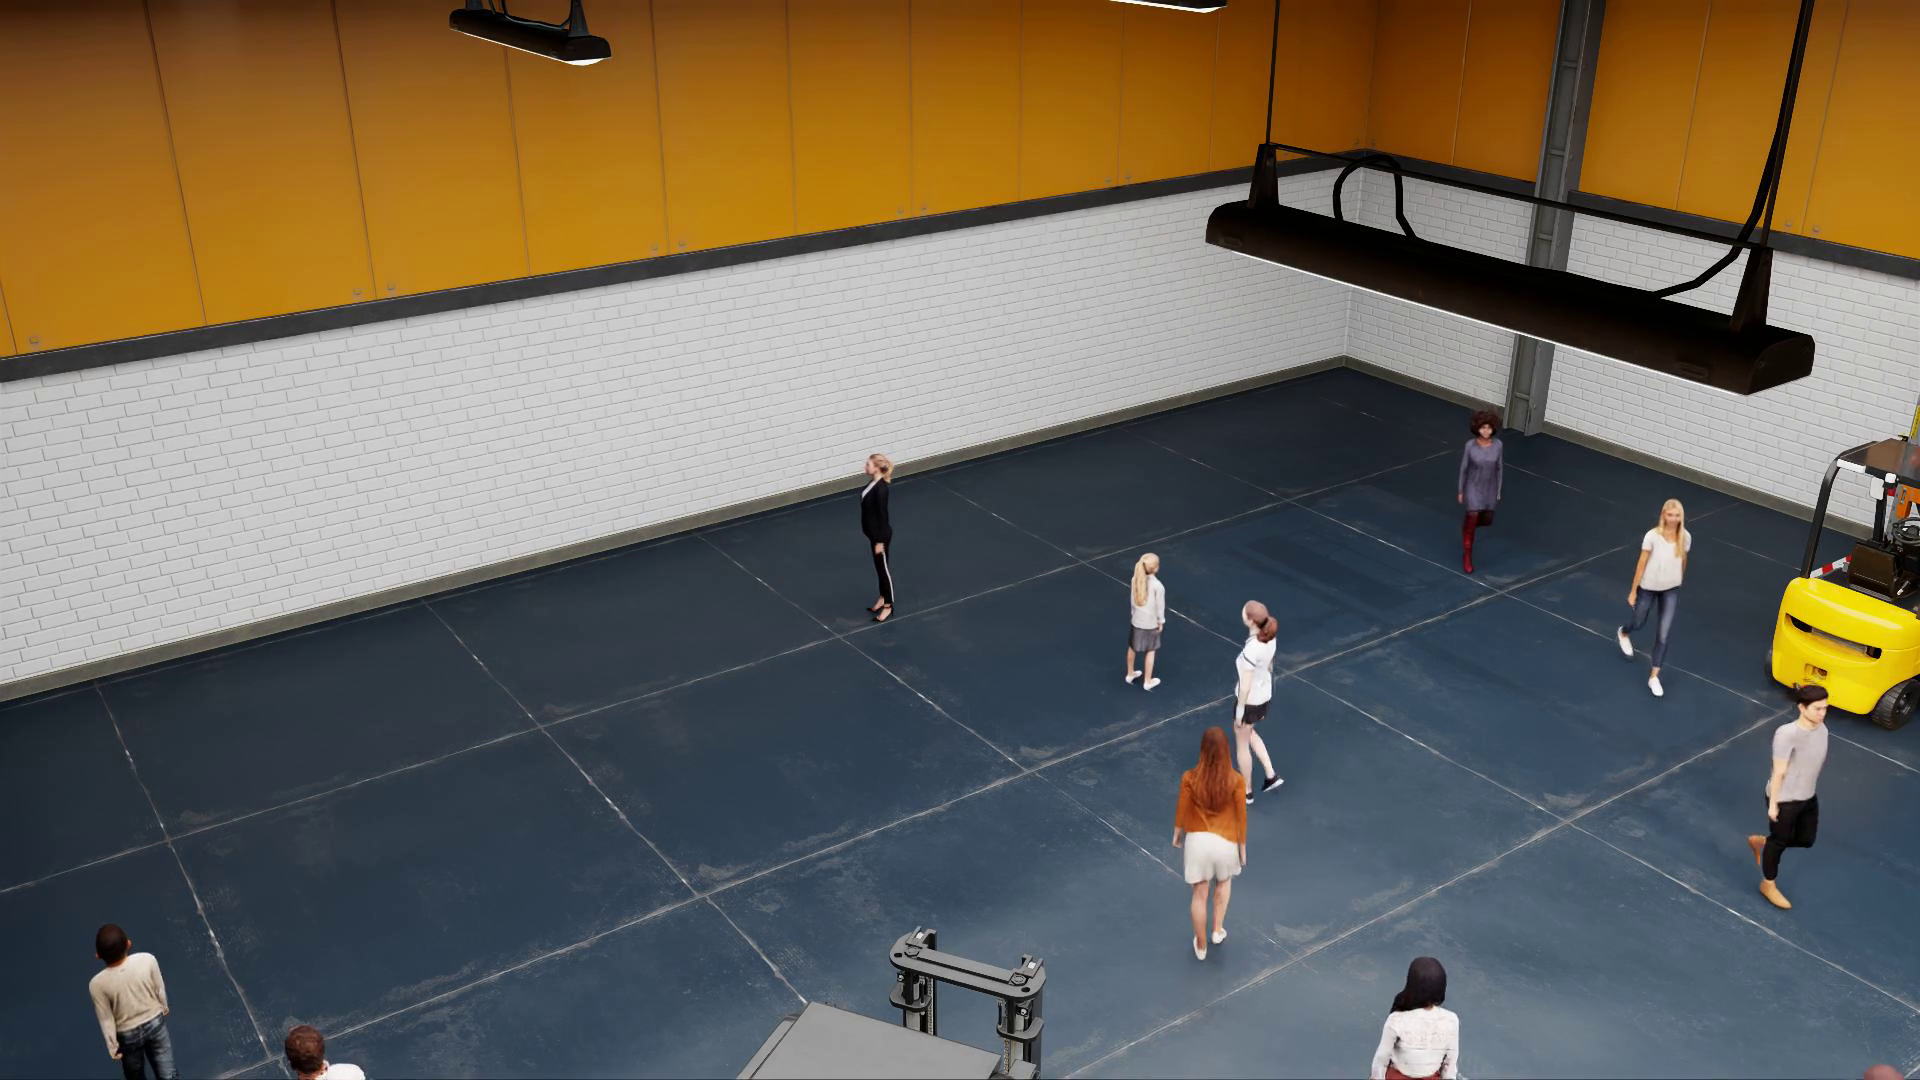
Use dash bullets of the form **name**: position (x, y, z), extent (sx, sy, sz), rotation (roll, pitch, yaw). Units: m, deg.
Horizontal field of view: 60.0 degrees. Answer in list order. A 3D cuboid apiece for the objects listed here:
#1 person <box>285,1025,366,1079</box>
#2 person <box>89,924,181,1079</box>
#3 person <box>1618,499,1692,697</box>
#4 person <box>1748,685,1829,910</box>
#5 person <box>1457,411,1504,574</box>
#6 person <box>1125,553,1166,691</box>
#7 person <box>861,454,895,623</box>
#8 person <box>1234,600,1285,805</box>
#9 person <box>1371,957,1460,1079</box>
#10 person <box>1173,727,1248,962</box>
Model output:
- **person**: position (-3.074, 3.250, 8.310), extent (0.779, 1.820, 1.280), rotation (-20, 31, -39)
- **person**: position (-4.717, 2.879, 9.629), extent (0.555, 1.443, 0.999), rotation (-17, 29, -34)
- **person**: position (6.173, 0.432, 14.814), extent (1.058, 1.774, 1.180), rotation (1, 24, 3)
- **person**: position (5.865, 1.770, 11.832), extent (0.727, 1.710, 0.860), rotation (-8, 25, -17)
- **person**: position (5.321, -0.523, 17.097), extent (0.872, 1.695, 0.969), rotation (1, 24, 2)
- **person**: position (1.650, 0.706, 14.811), extent (0.513, 1.273, 0.611), rotation (20, 31, 38)
- **person**: position (-0.764, -0.033, 15.961), extent (0.749, 1.706, 0.619), rotation (-4, 24, -9)
- **person**: position (2.344, 1.290, 12.895), extent (0.783, 1.739, 0.692), rotation (17, 29, 34)
- **person**: position (2.426, 3.054, 8.882), extent (0.807, 1.721, 1.135), rotation (-7, 25, -16)
- **person**: position (1.679, 2.085, 11.118), extent (0.769, 1.706, 0.830), rotation (4, 24, 10)
